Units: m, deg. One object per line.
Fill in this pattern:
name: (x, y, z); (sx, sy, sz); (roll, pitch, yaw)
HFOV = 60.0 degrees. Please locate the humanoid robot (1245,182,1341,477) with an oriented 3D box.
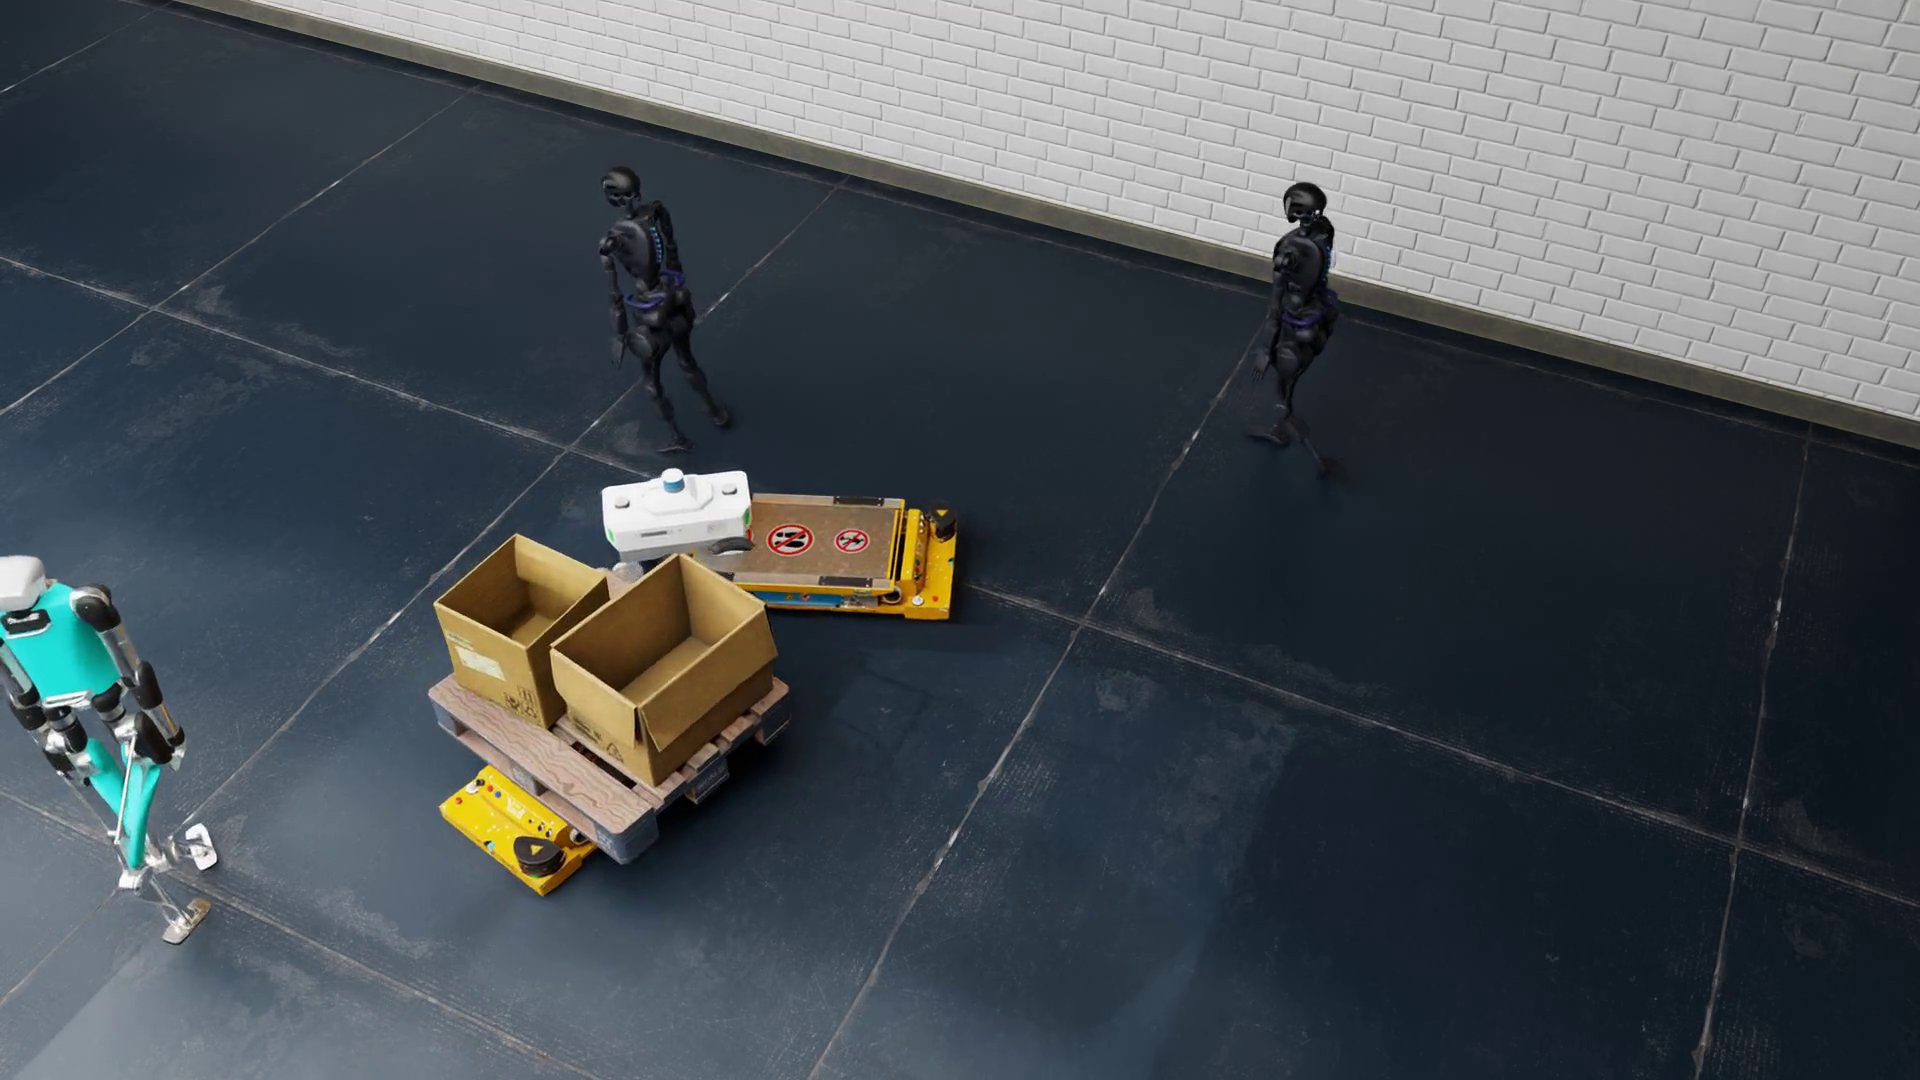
humanoid robot: (1.781, -1.044, 8.357); (0.619, 1.626, 0.583); (27, 49, 26)

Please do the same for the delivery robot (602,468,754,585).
delivery robot: (-1.345, -0.094, 8.151); (0.775, 0.601, 0.499); (-8, 43, -8)

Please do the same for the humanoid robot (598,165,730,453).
humanoid robot: (-1.535, -1.163, 8.480); (0.411, 1.634, 0.637); (20, 47, 21)

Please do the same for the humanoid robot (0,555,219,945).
humanoid robot: (-3.247, 0.917, 6.183); (0.612, 1.757, 0.891); (-3, 43, -3)

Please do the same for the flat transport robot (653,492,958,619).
flat transport robot: (-0.744, 0.074, 8.175); (1.431, 0.231, 0.659); (2, 43, 3)

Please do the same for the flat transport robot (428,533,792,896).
flat transport robot: (-1.504, 0.890, 7.295); (0.659, 0.231, 1.431); (29, 50, 27)
